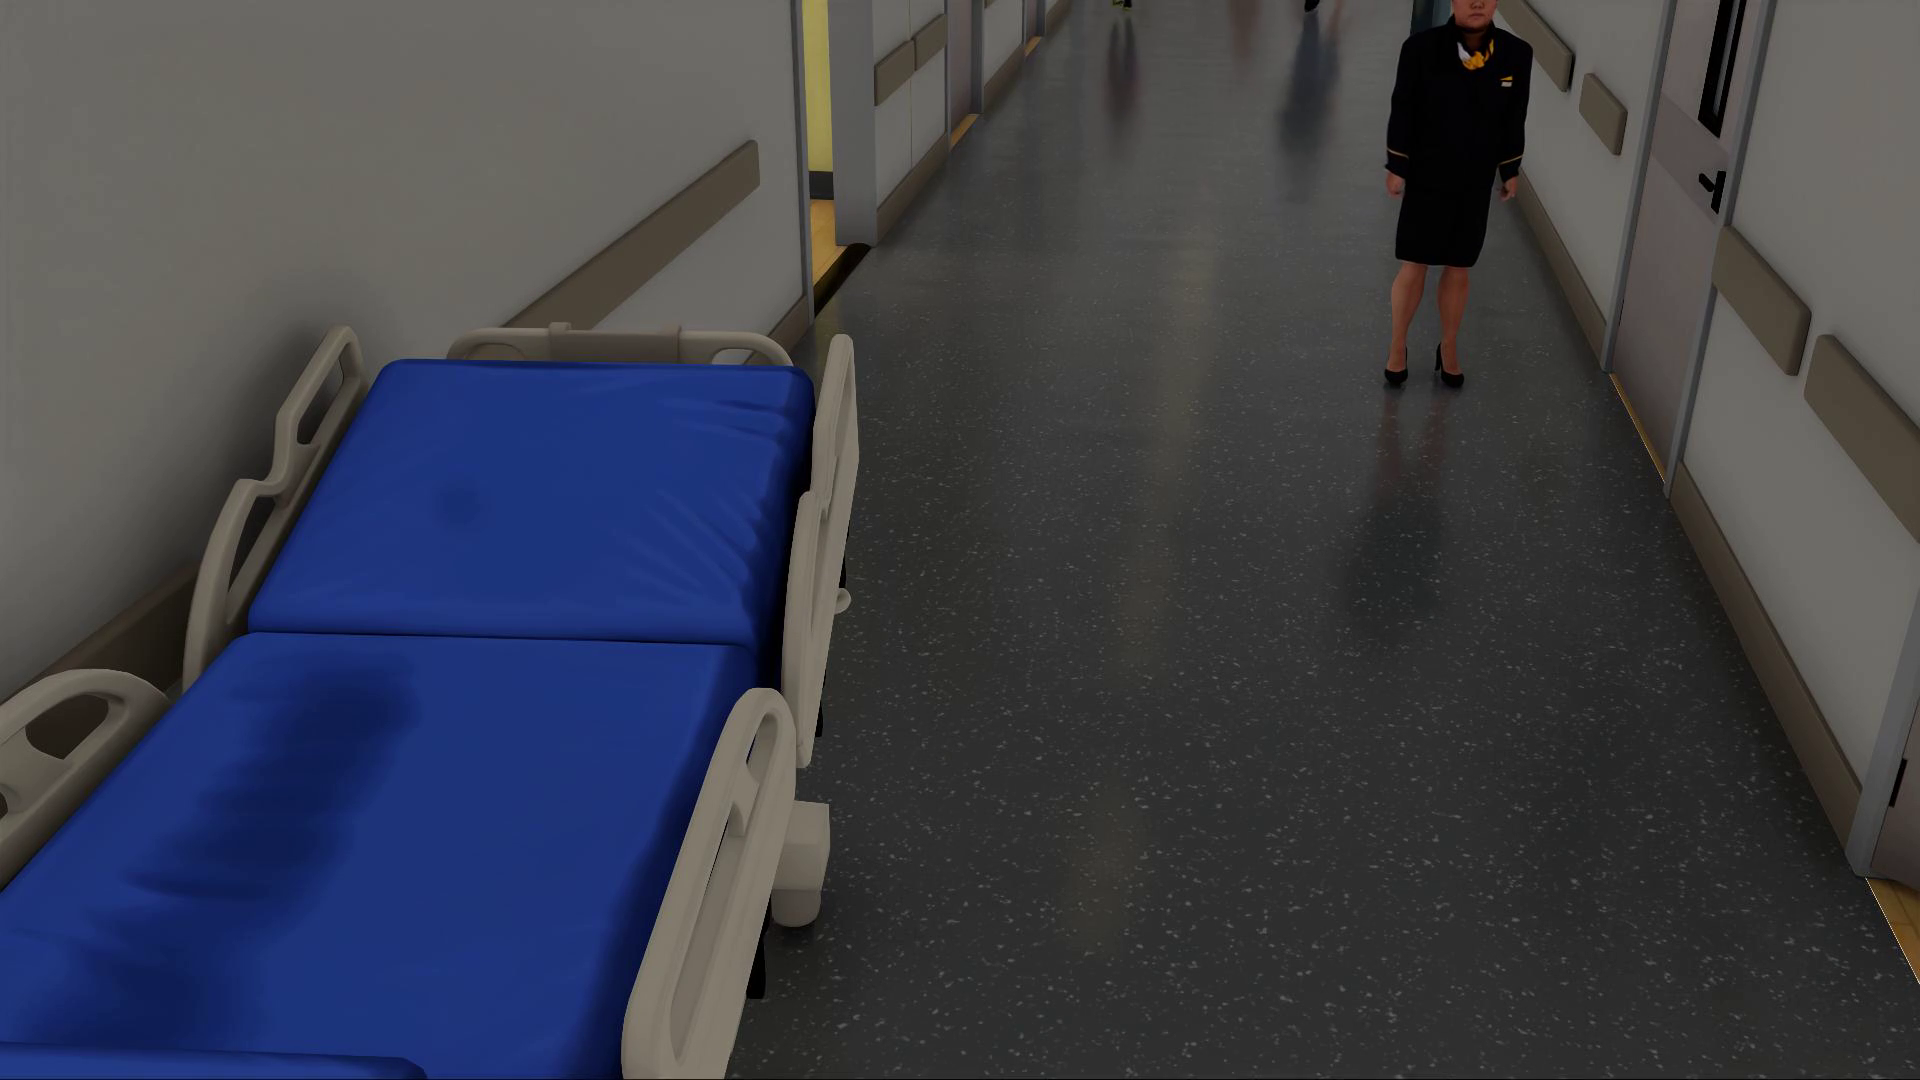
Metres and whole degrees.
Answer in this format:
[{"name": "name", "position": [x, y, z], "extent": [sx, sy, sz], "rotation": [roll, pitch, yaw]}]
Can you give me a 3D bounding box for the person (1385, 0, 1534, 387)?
[{"name": "person", "position": [1.954, -1.437, 6.618], "extent": [0.557, 1.671, 0.750], "rotation": [3, 26, 7]}]
